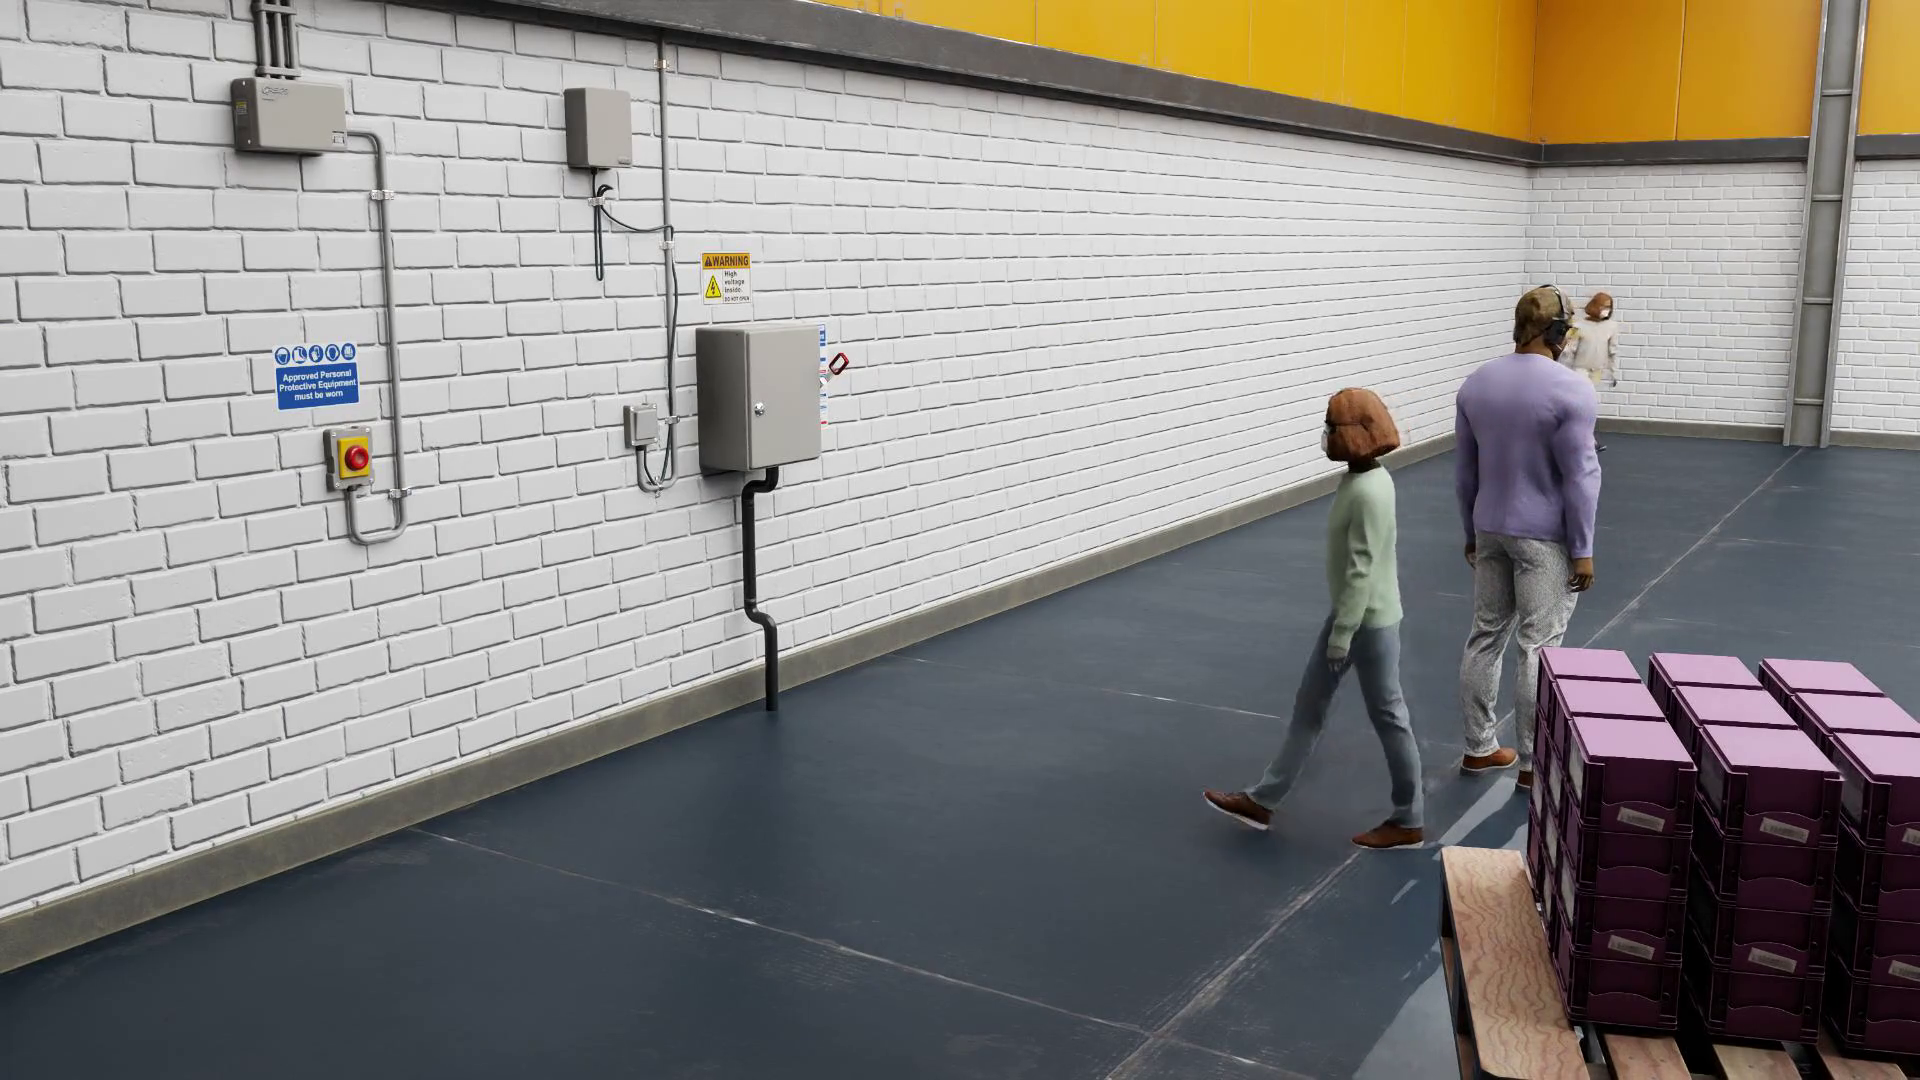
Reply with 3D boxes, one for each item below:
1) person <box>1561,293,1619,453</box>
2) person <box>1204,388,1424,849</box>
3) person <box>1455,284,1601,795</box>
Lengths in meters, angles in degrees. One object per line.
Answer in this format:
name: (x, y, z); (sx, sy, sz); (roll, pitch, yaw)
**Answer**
person: (6.200, -1.643, 16.423); (0.536, 1.586, 0.881); (-1, 10, -8)
person: (1.250, 0.283, 5.698); (0.801, 1.592, 0.523); (0, 10, 3)
person: (2.164, 0.001, 6.364); (0.372, 1.934, 0.627); (-6, 12, -31)
